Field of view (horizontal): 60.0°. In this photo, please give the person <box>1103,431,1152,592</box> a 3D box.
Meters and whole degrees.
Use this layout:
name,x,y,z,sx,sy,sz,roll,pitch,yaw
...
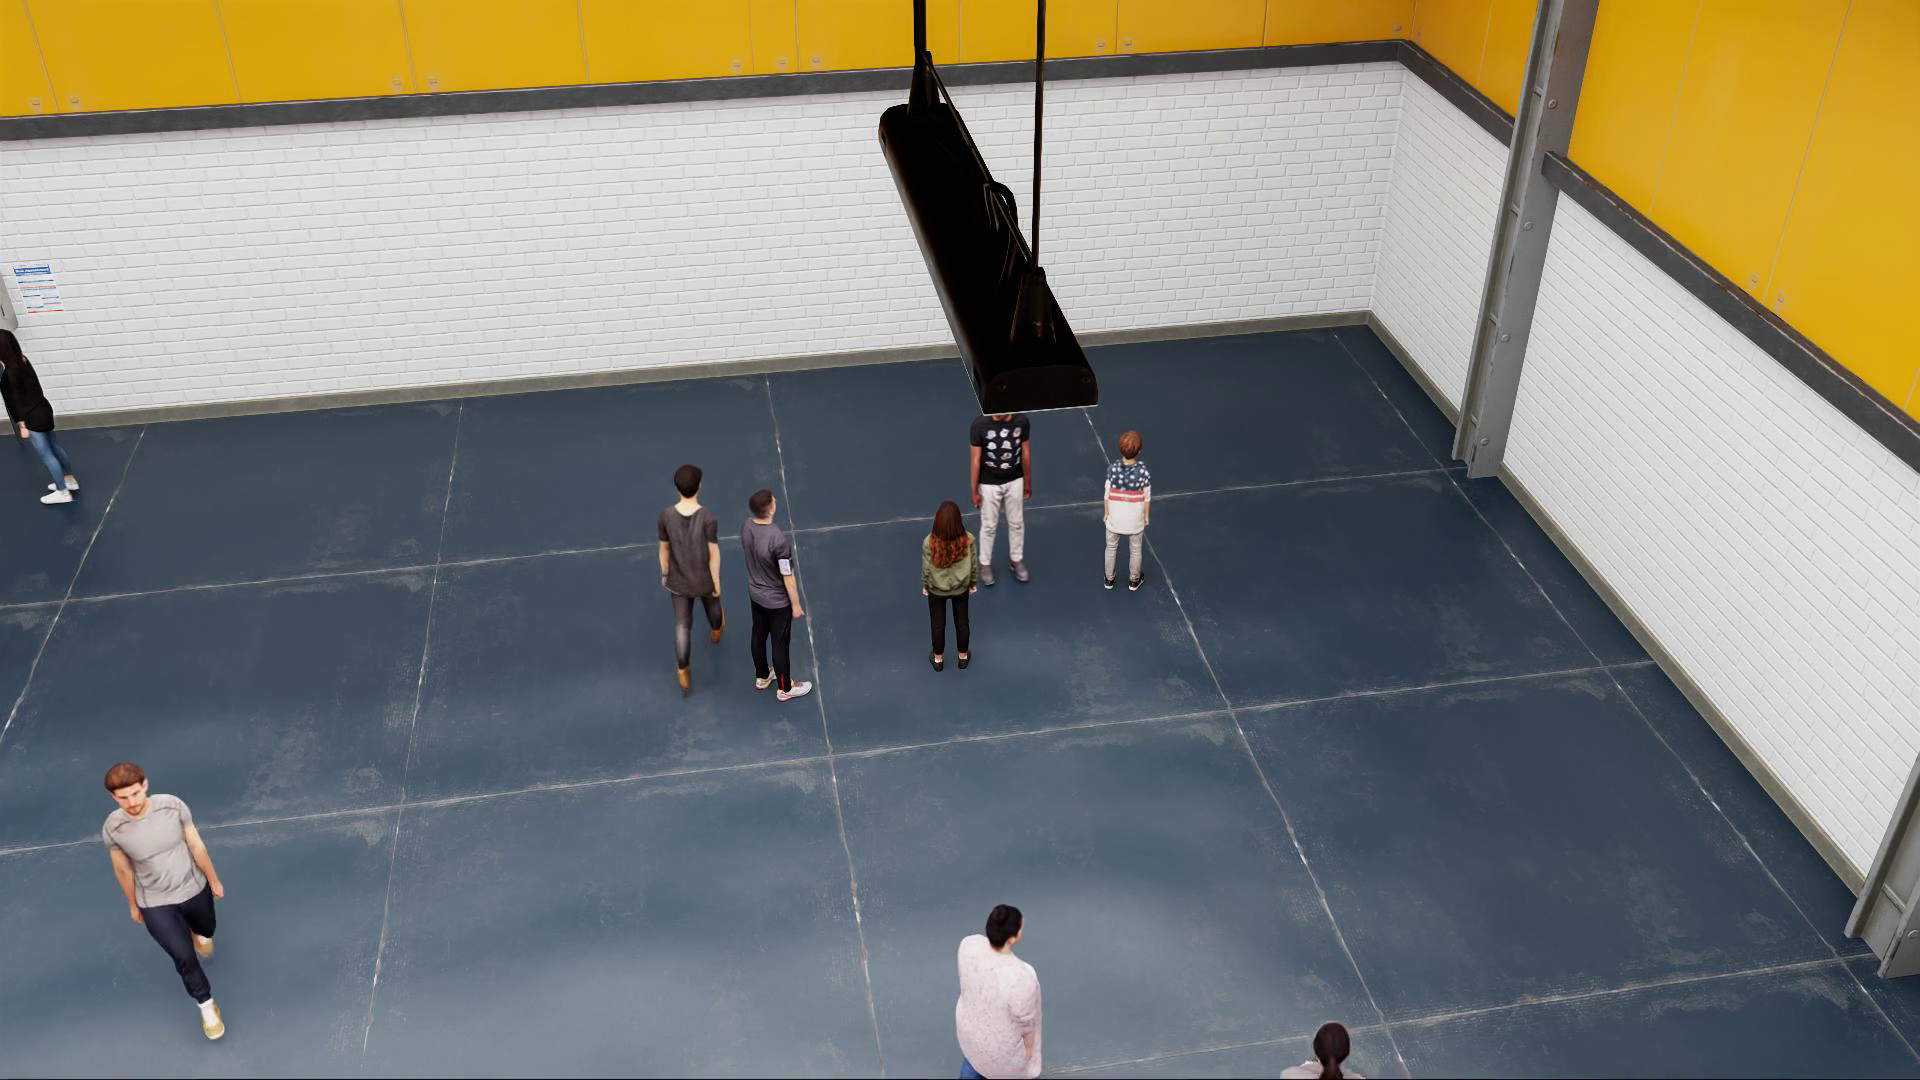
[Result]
name,x,y,z,sx,sy,sz,roll,pitch,yaw
person,1.338,-0.241,13.392,0.576,1.439,0.568,5,34,8

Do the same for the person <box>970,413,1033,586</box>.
name,x,y,z,sx,sy,sz,roll,pitch,yaw
person,0.326,-0.474,13.418,0.662,1.799,0.600,-7,34,-10

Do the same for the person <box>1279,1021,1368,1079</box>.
name,x,y,z,sx,sy,sz,roll,pitch,yaw
person,1.749,3.027,8.263,0.685,1.676,0.662,3,34,5

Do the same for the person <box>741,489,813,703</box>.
name,x,y,z,sx,sy,sz,roll,pitch,yaw
person,-1.387,0.394,12.143,0.688,1.765,0.783,28,42,35

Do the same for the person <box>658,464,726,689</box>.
name,x,y,z,sx,sy,sz,roll,pitch,yaw
person,-2.001,0.316,12.360,0.793,1.655,1.167,2,34,2

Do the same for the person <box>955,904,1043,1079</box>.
name,x,y,z,sx,sy,sz,roll,pitch,yaw
person,0.180,2.583,8.869,0.854,1.743,0.763,-28,43,-35

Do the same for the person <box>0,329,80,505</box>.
name,x,y,z,sx,sy,sz,roll,pitch,yaw
person,-8.055,-1.091,14.486,0.603,1.645,0.463,-7,34,-10

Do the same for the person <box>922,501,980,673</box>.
name,x,y,z,sx,sy,sz,roll,pitch,yaw
person,-0.080,0.344,12.480,0.584,1.475,0.510,-4,34,-6

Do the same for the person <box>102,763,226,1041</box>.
name,x,y,z,sx,sy,sz,roll,pitch,yaw
person,-4.583,1.984,9.655,0.951,1.871,1.212,-20,38,-27
